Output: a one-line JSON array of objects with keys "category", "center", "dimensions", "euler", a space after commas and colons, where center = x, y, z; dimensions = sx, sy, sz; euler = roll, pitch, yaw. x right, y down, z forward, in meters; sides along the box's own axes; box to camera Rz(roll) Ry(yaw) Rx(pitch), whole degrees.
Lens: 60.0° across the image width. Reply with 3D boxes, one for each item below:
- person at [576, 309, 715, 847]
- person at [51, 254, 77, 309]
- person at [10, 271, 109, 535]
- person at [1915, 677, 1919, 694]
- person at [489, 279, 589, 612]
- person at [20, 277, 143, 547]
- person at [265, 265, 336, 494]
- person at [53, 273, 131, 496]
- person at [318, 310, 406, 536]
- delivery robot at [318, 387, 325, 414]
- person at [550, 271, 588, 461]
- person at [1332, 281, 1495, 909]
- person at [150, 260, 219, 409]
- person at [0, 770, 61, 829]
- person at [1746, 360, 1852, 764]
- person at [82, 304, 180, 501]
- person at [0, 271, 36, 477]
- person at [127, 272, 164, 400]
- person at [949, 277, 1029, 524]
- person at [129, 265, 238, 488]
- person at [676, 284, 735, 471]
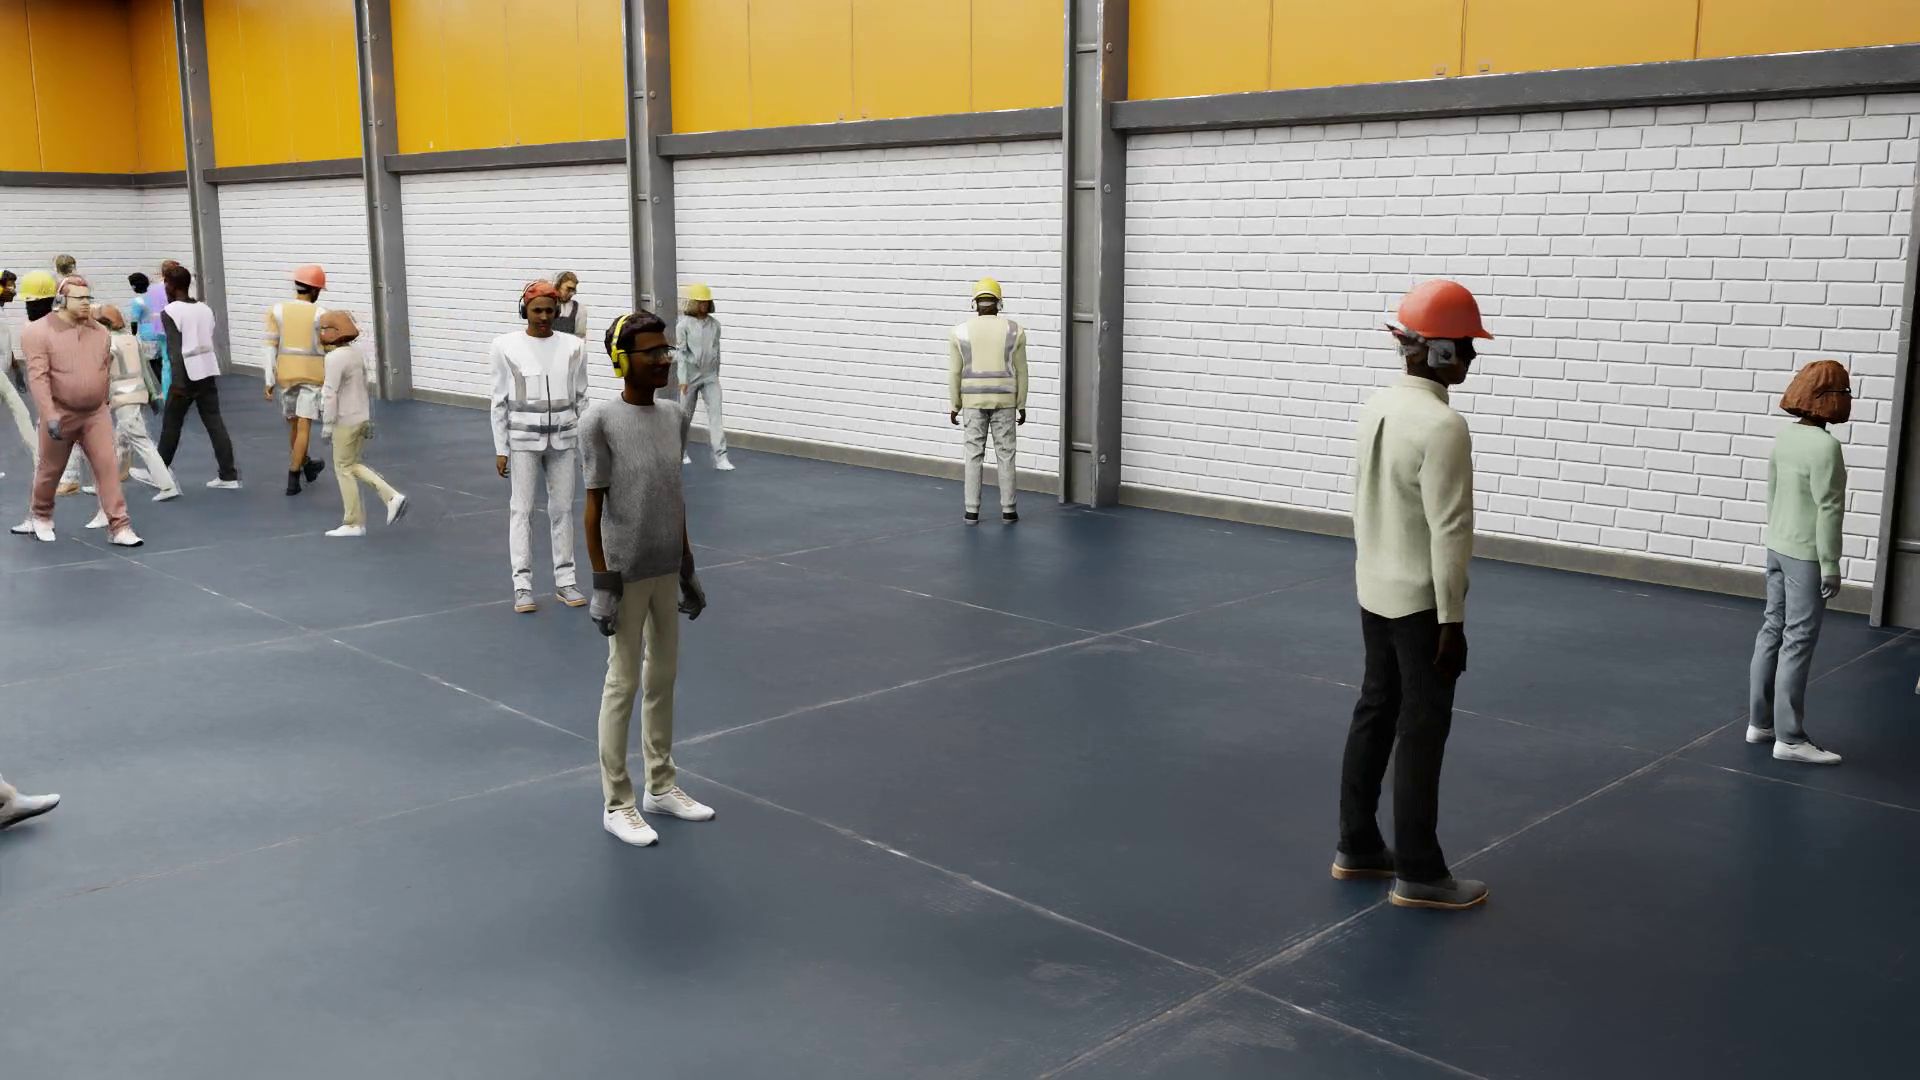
[{"category": "person", "center": [-1.110, 0.127, 5.905], "dimensions": [0.328, 1.877, 0.513], "euler": [7, 12, 32]}, {"category": "person", "center": [-11.297, -2.695, 21.265], "dimensions": [0.985, 1.892, 0.659], "euler": [-9, 14, -40]}, {"category": "person", "center": [-6.424, -0.966, 11.855], "dimensions": [0.594, 1.879, 0.912], "euler": [4, 11, 20]}, {"category": "person", "center": [4.614, -0.081, 7.521], "dimensions": [0.318, 1.695, 0.539], "euler": [-1, 10, -4]}, {"category": "person", "center": [-2.378, -0.538, 9.498], "dimensions": [0.573, 1.887, 0.355], "euler": [-6, 12, -30]}, {"category": "person", "center": [-6.132, -0.880, 11.473], "dimensions": [1.035, 1.856, 0.635], "euler": [8, 13, 36]}, {"category": "person", "center": [-5.492, -1.358, 14.006], "dimensions": [0.574, 1.869, 0.981], "euler": [0, 10, -2]}, {"category": "person", "center": [-7.218, -1.288, 13.746], "dimensions": [0.658, 1.829, 0.601], "euler": [1, 10, 7]}, {"category": "person", "center": [-4.274, -0.819, 11.777], "dimensions": [0.459, 1.616, 0.499], "euler": [0, 10, 0]}, {"category": "delivery robot", "center": [-7.237, -1.626, 18.807], "dimensions": [0.707, 0.478, 0.477], "euler": [7, 13, 36]}, {"category": "person", "center": [-3.828, -1.634, 15.710], "dimensions": [0.645, 1.802, 0.449], "euler": [-1, 10, -6]}, {"category": "person", "center": [1.464, 0.183, 5.320], "dimensions": [0.470, 1.991, 0.633], "euler": [-2, 11, -11]}, {"category": "person", "center": [-9.476, -2.484, 20.260], "dimensions": [0.600, 1.822, 0.717], "euler": [4, 11, 23]}, {"category": "person", "center": [-3.528, 0.298, 5.696], "dimensions": [0.775, 1.608, 0.539], "euler": [-6, 12, -28]}, {"category": "person", "center": [3.455, 0.083, 6.804], "dimensions": [0.279, 1.634, 0.498], "euler": [0, 10, 2]}, {"category": "person", "center": [-6.681, -1.090, 13.311], "dimensions": [0.864, 1.587, 0.553], "euler": [1, 10, 4]}, {"category": "person", "center": [-8.356, -1.455, 14.676], "dimensions": [0.960, 1.818, 0.531], "euler": [-5, 11, -23]}, {"category": "person", "center": [-10.428, -2.625, 21.477], "dimensions": [0.394, 1.655, 0.589], "euler": [3, 11, 16]}, {"category": "person", "center": [0.212, -1.017, 12.288], "dimensions": [0.589, 1.822, 0.403], "euler": [0, 10, 1]}, {"category": "person", "center": [-6.559, -1.358, 14.006], "dimensions": [0.964, 1.868, 0.631], "euler": [2, 11, 13]}, {"category": "person", "center": [-2.407, -1.510, 15.325], "dimensions": [0.493, 1.697, 0.919], "euler": [-8, 13, -36]}]
